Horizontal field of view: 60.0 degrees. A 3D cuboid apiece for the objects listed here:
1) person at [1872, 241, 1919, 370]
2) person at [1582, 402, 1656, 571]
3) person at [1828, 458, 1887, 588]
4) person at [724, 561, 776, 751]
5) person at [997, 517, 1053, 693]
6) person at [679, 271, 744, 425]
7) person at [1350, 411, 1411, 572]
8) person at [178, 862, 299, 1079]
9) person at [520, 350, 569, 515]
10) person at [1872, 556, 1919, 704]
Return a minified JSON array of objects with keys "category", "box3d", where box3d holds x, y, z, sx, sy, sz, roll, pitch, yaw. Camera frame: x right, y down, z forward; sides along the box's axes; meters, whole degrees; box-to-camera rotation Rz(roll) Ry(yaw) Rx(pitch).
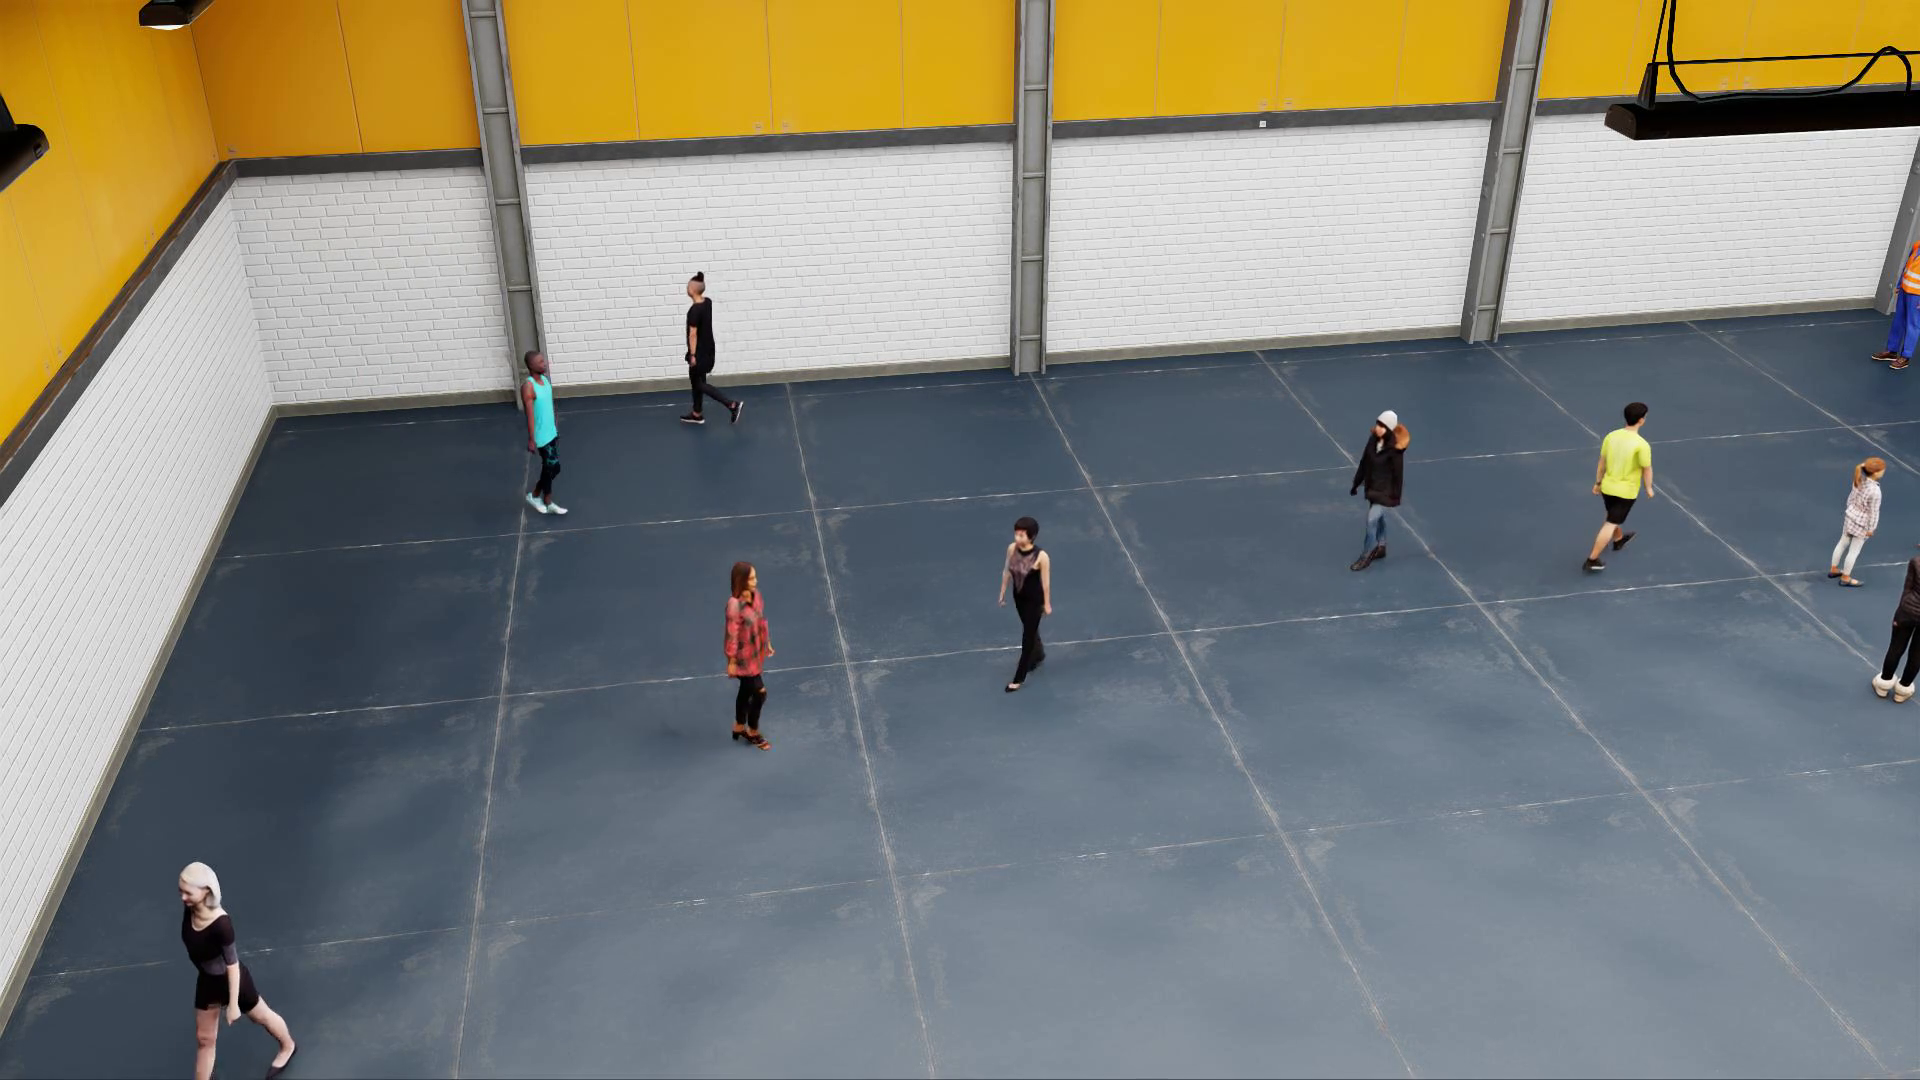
[{"category":"person","box3d":[11.753,-3.042,20.485,0.599,1.864,0.682,-6,29,-11]},{"category":"person","box3d":[6.296,-0.474,15.986,1.196,1.663,0.928,-17,33,-28]},{"category":"person","box3d":[8.551,-0.189,15.833,0.482,1.310,0.529,-4,29,-7]},{"category":"person","box3d":[-1.794,0.920,13.407,0.791,1.688,0.751,10,30,17]},{"category":"person","box3d":[0.647,0.492,14.312,0.885,1.572,0.986,24,37,37]},{"category":"person","box3d":[-2.872,-2.141,18.852,1.132,1.845,0.911,5,29,9]},{"category":"person","box3d":[4.125,-0.512,16.106,0.839,1.617,0.732,-13,31,-22]},{"category":"person","box3d":[-4.384,2.649,10.127,1.107,1.793,1.121,16,33,27]},{"category":"person","box3d":[-4.340,-1.074,16.941,0.774,1.804,0.728,5,29,10]},{"category":"person","box3d":[8.039,0.644,13.936,0.715,1.665,0.775,-10,30,-17]}]
